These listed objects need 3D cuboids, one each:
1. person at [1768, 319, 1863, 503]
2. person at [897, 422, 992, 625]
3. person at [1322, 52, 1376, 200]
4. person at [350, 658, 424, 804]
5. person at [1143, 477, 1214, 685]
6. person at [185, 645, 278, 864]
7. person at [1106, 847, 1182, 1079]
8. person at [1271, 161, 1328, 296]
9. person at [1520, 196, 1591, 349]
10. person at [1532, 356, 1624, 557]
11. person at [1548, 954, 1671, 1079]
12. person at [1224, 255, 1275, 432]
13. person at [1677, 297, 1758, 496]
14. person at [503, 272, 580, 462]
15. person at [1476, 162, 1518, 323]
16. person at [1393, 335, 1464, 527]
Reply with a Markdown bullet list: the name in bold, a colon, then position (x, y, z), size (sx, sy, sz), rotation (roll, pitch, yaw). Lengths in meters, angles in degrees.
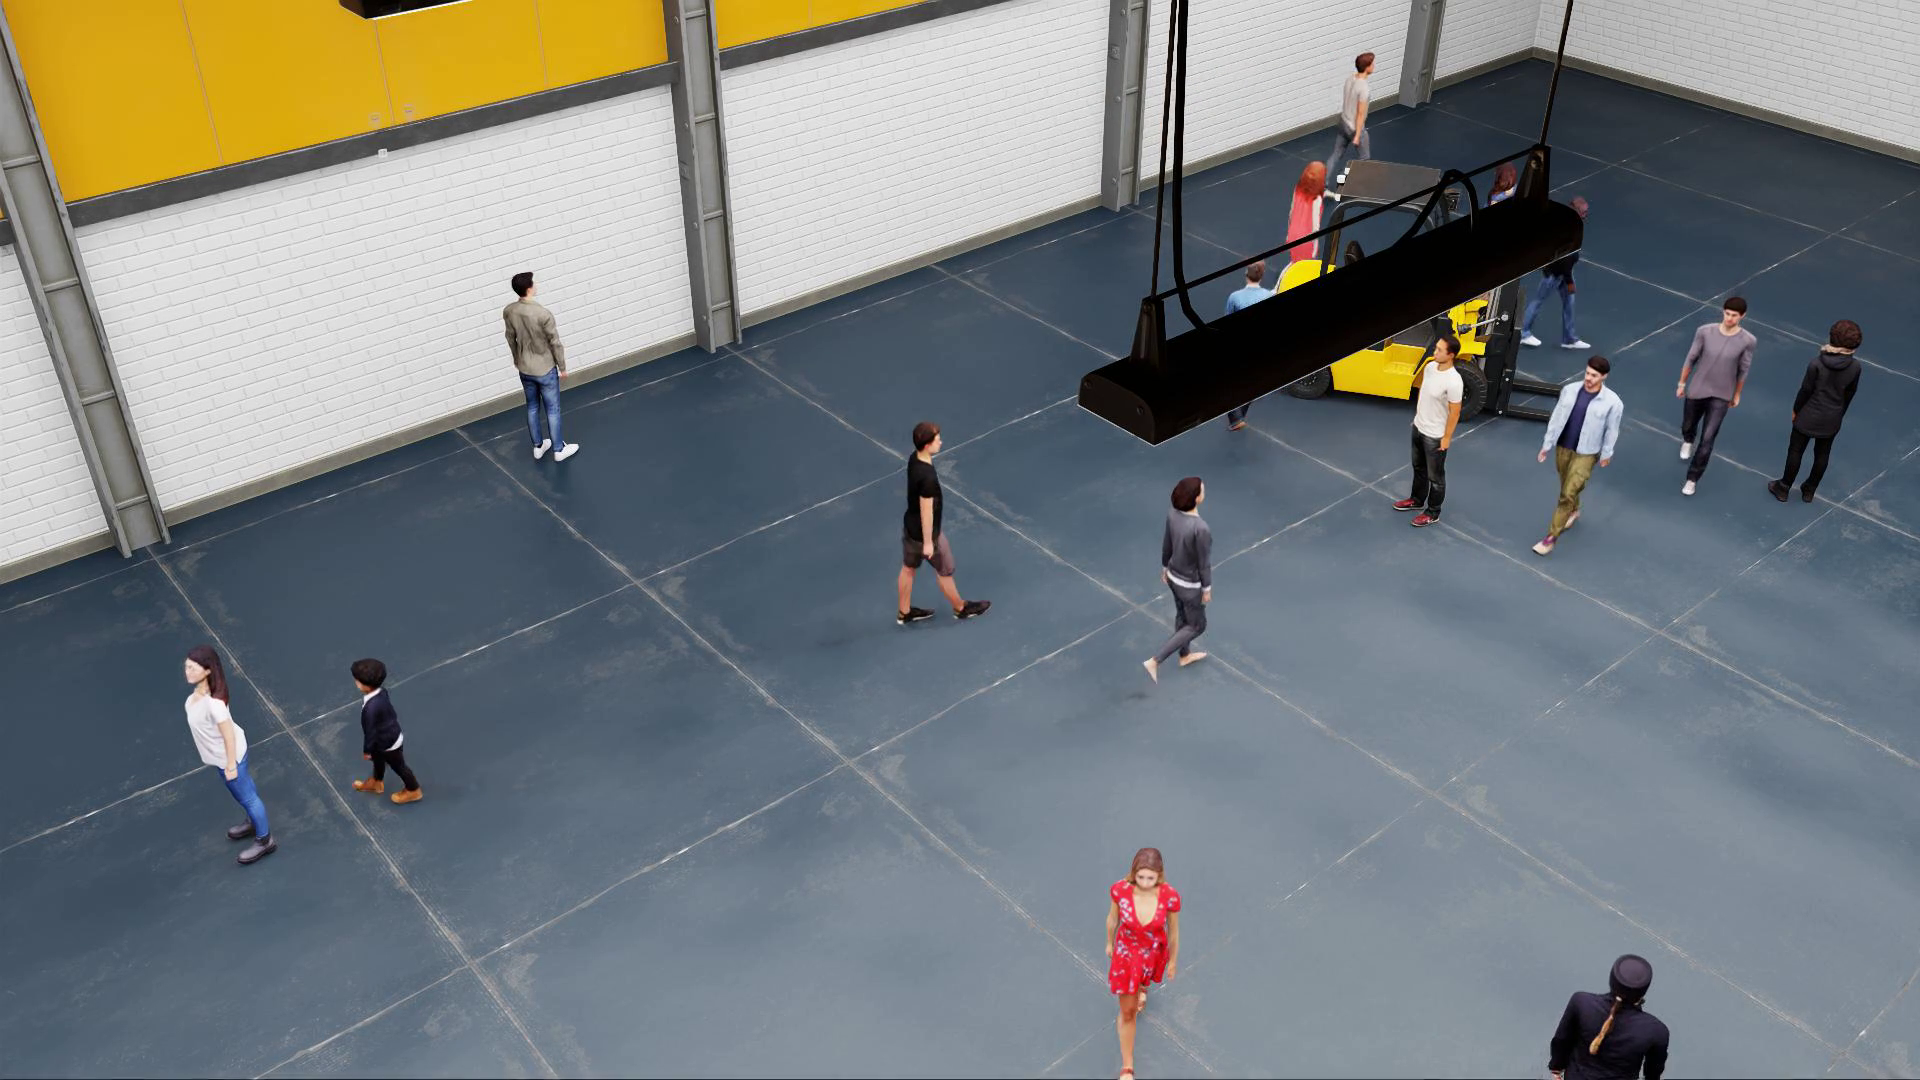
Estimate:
- **person**: position (7.620, -1.126, 14.720), size (0.739, 1.781, 0.793), rotation (4, 34, 7)
- **person**: position (-0.372, -0.096, 13.117), size (1.120, 1.841, 0.946), rotation (-9, 35, -14)
- **person**: position (4.784, -5.086, 20.619), size (1.262, 1.846, 0.932), rotation (-13, 36, -18)
- **person**: position (-3.937, 1.338, 11.529), size (0.809, 1.209, 0.708), rotation (-5, 34, -8)
- **person**: position (1.659, 0.331, 12.551), size (0.969, 1.755, 0.691), rotation (-20, 39, -27)
- **person**: position (-4.835, 1.406, 10.999), size (0.563, 1.683, 0.631), rotation (-19, 38, -26)
- **person**: position (1.071, 2.349, 9.703), size (1.022, 1.547, 1.101), rotation (4, 34, 7)
- **person**: position (3.571, -3.144, 17.731), size (0.809, 1.808, 0.688), rotation (-19, 38, -26)
- **person**: position (6.090, -2.765, 17.254), size (0.866, 1.705, 1.014), rotation (20, 38, 27)
- **person**: position (5.311, -0.780, 14.209), size (1.142, 1.770, 0.703), rotation (-26, 42, -34)
- **person**: position (3.334, 2.919, 8.769), size (0.831, 1.633, 1.094), rotation (24, 40, 31)
- **person**: position (2.700, -1.795, 15.706), size (0.923, 1.805, 0.956), rotation (-5, 34, -7)
- **person**: position (6.809, -1.378, 15.061), size (0.945, 1.823, 1.211), rotation (18, 38, 25)
- **person**: position (-3.907, -1.593, 15.345), size (0.789, 1.867, 0.780), rotation (10, 35, 15)
- **person**: position (5.692, -3.177, 17.784), size (0.772, 1.806, 0.580), rotation (23, 40, 31)
- **person**: position (4.128, -0.967, 14.461), size (0.658, 1.803, 0.709), rotation (-11, 35, -17)
